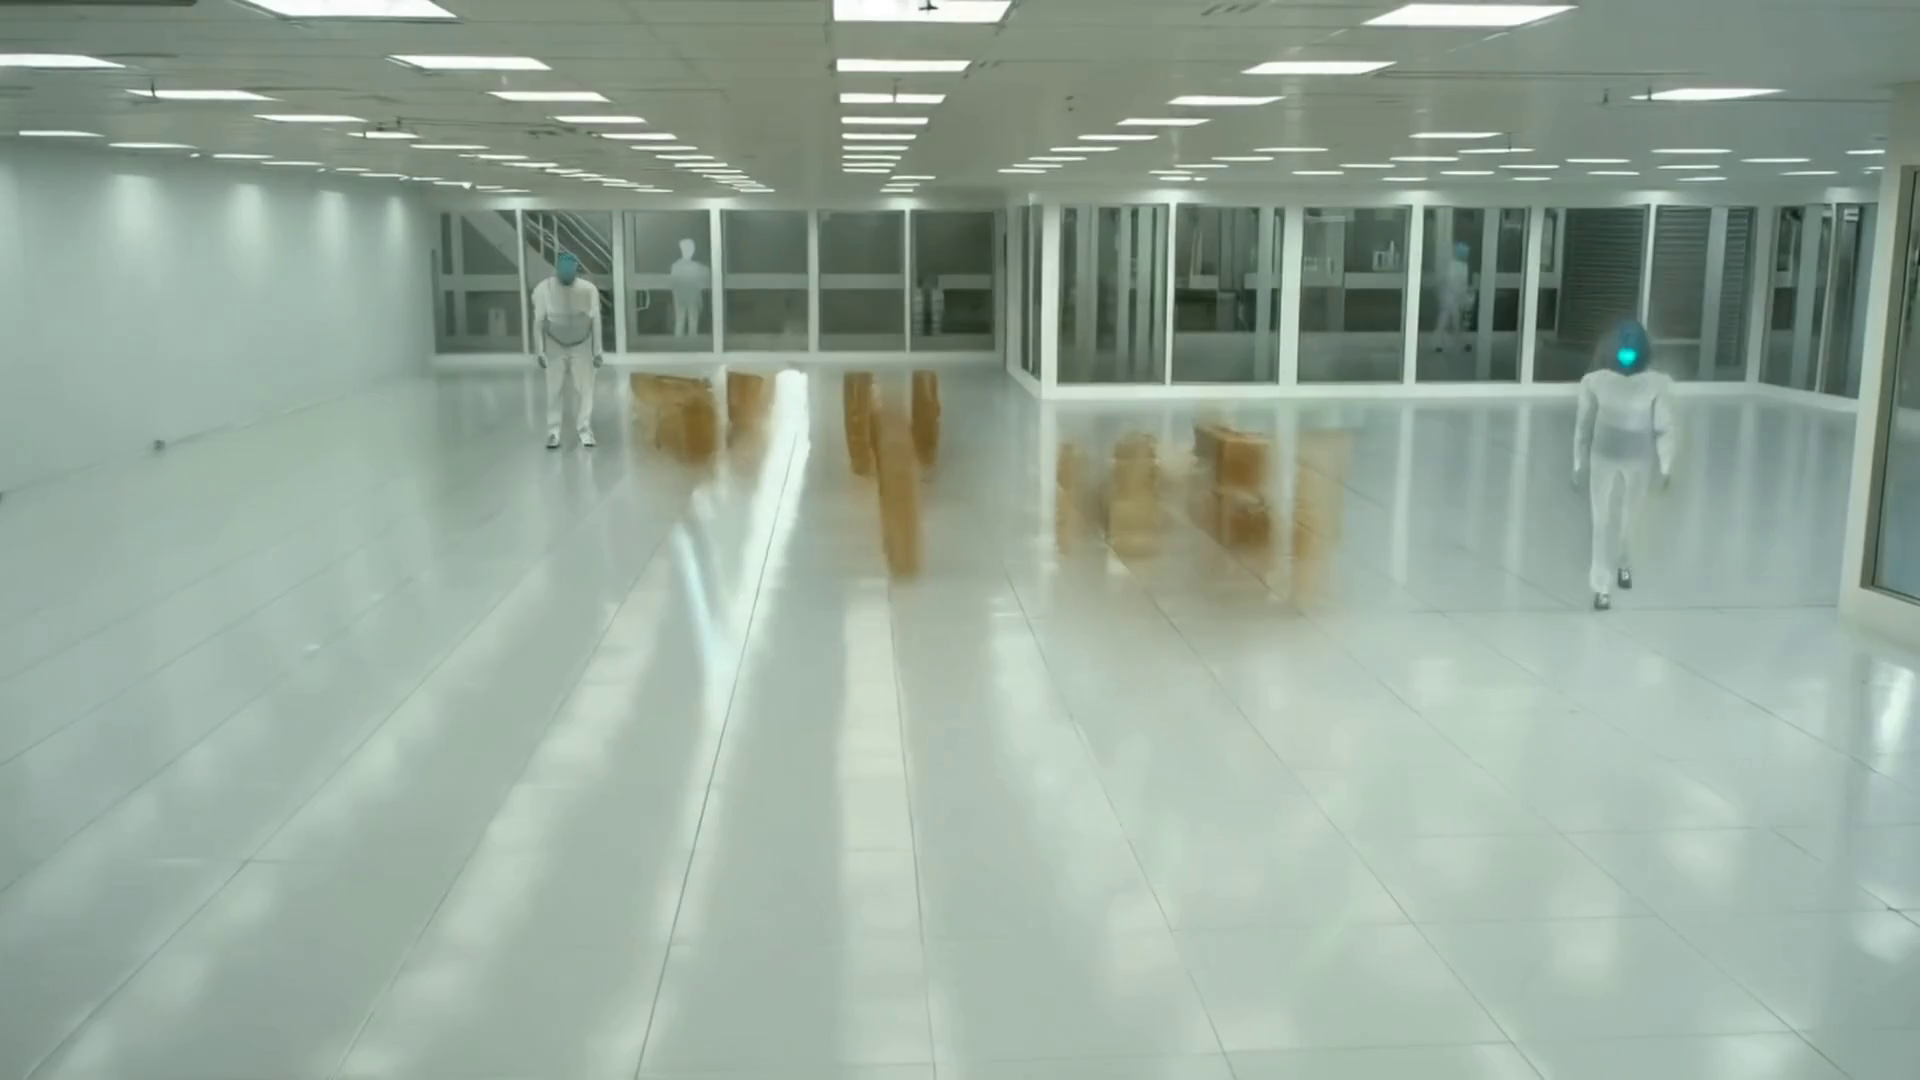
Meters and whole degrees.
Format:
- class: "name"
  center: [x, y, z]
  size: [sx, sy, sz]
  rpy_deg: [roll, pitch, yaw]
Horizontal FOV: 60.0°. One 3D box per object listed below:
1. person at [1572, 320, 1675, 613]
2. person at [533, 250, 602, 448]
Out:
- class: "person"
  center: [3.728, -0.436, 9.361]
  size: [0.516, 1.610, 0.772]
  rpy_deg: [4, 11, 20]
- class: "person"
  center: [-3.806, -1.850, 16.165]
  size: [0.652, 1.906, 0.402]
  rpy_deg: [-4, 11, -19]
